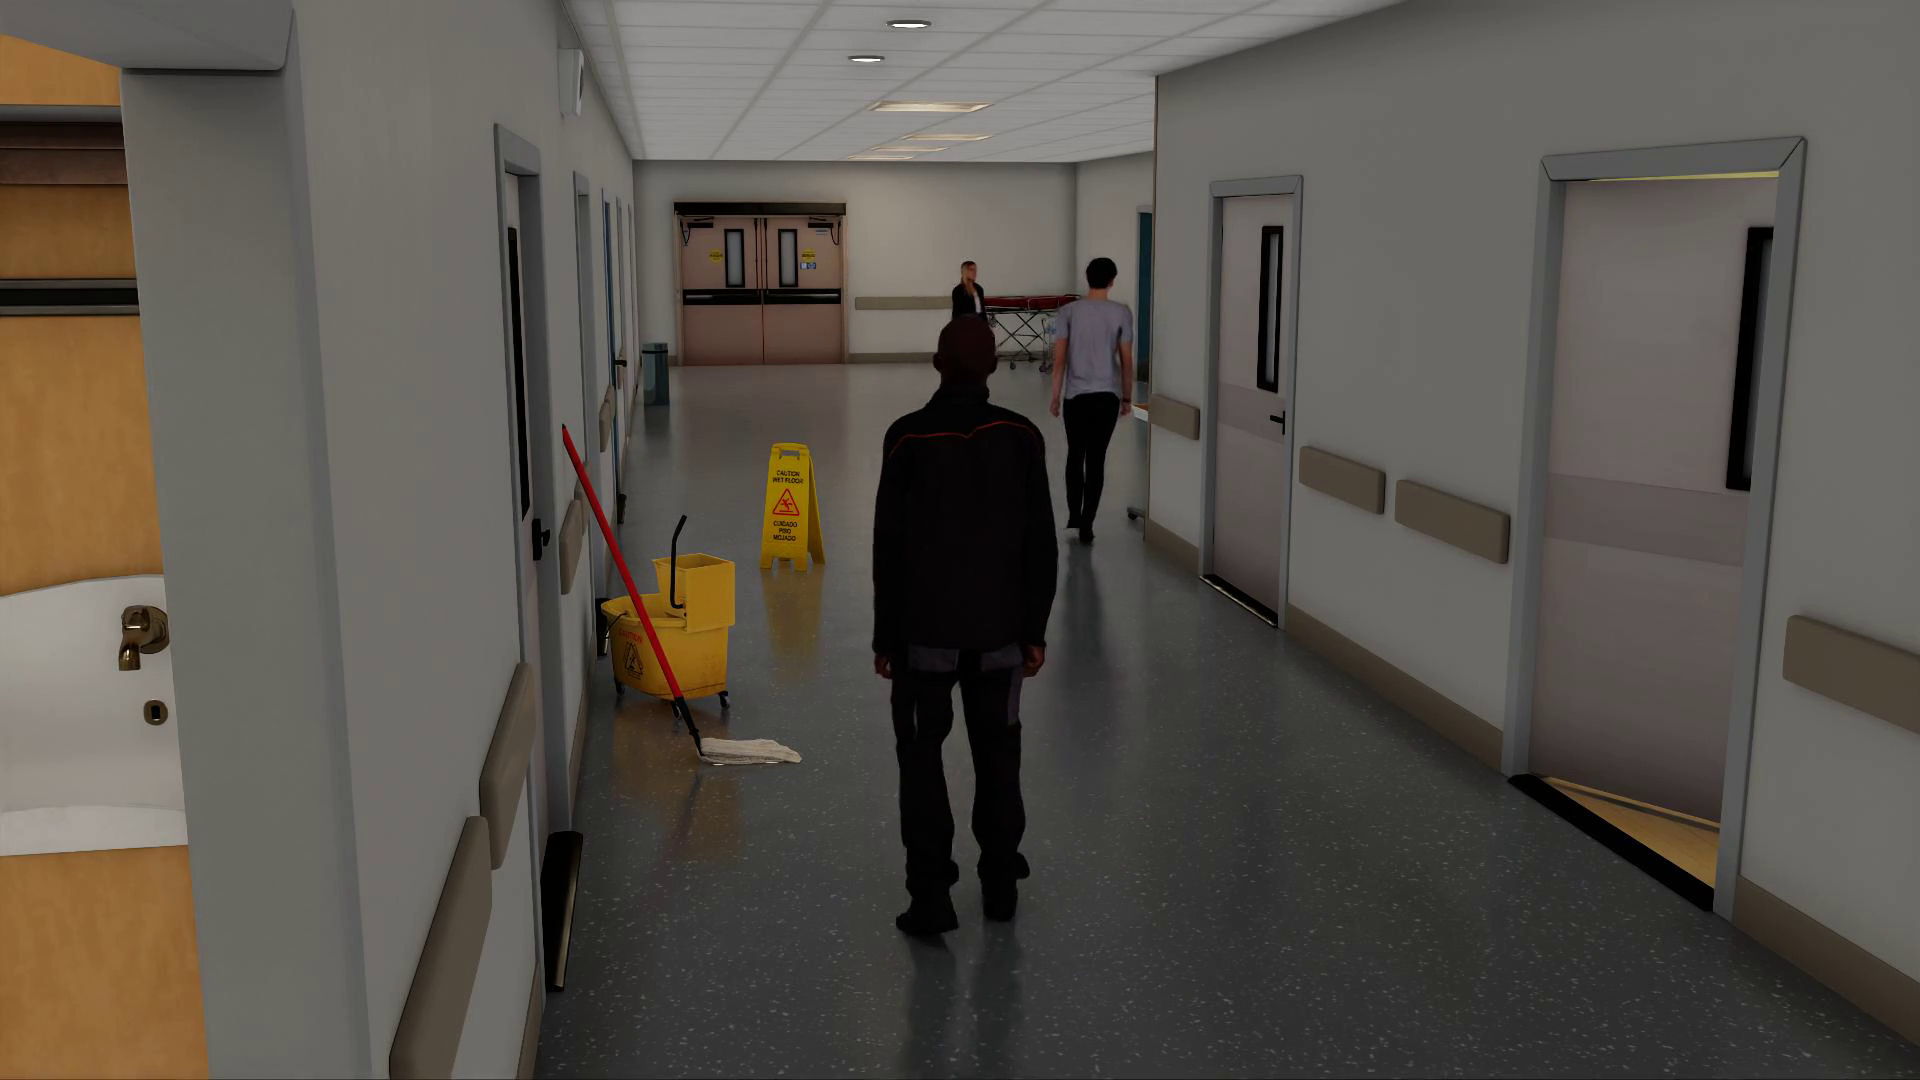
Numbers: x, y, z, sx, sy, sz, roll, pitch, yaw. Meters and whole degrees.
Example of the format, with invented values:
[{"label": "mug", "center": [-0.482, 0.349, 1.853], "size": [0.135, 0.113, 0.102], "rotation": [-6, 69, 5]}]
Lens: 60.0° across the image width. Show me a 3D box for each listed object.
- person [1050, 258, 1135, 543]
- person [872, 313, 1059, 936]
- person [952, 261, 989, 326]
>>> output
[{"label": "person", "center": [0.852, -0.888, 10.826], "size": [0.811, 1.838, 0.859], "rotation": [1, 11, 7]}, {"label": "person", "center": [0.000, 0.226, 4.866], "size": [0.697, 1.871, 0.706], "rotation": [-2, 11, -10]}, {"label": "person", "center": [0.046, -2.325, 18.874], "size": [0.778, 1.660, 0.729], "rotation": [9, 14, 40]}]
